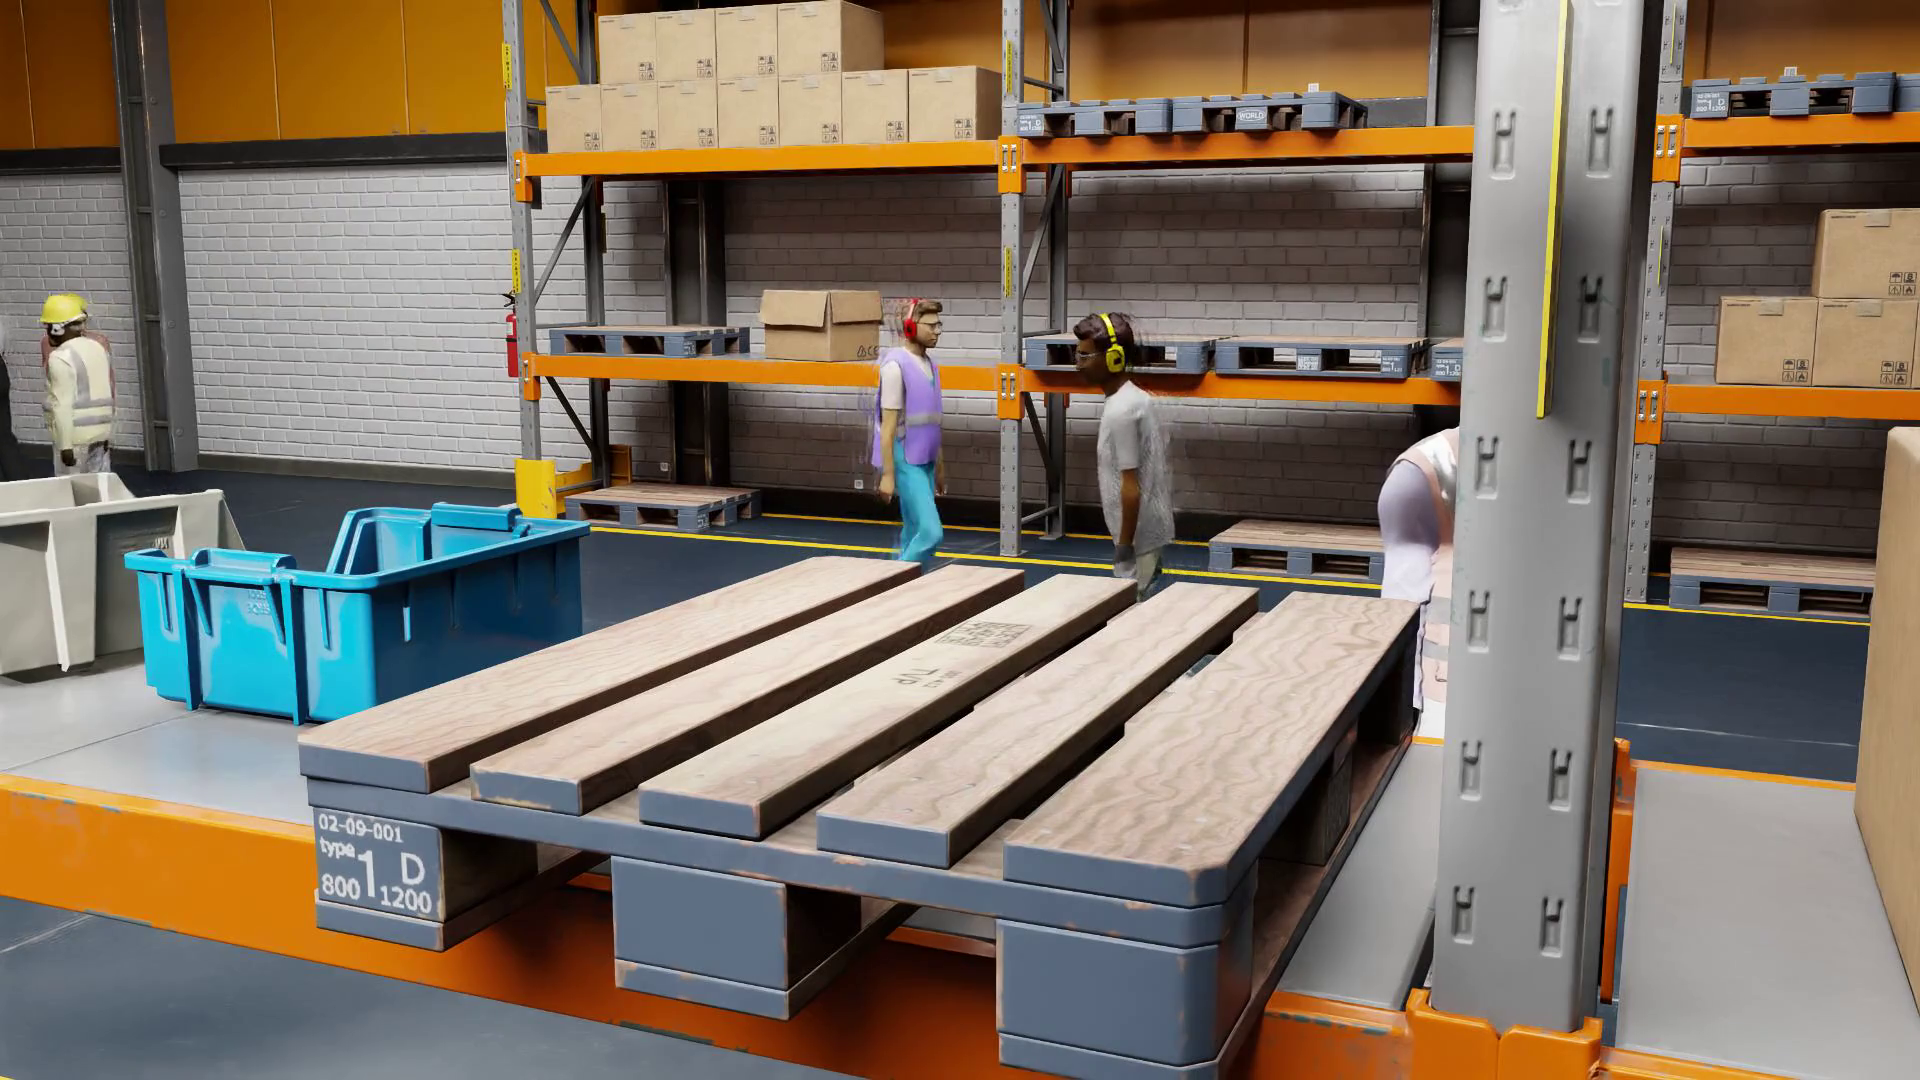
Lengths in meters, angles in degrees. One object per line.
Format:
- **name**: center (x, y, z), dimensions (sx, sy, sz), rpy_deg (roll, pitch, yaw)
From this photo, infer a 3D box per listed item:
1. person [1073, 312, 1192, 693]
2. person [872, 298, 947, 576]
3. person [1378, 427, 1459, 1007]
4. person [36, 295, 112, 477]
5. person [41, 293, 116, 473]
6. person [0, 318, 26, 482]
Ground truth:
- **person**: center (0.765, 0.033, 6.505), dimensions (0.657, 1.840, 0.574), rpy_deg (2, 10, 14)
- **person**: center (-0.241, -0.386, 8.999), dimensions (0.451, 1.829, 0.610), rpy_deg (3, 10, 19)
- **person**: center (1.401, 0.383, 4.374), dimensions (0.636, 1.841, 0.429), rpy_deg (-3, 10, -18)
- **person**: center (-5.783, -0.715, 11.031), dimensions (0.590, 1.813, 0.603), rpy_deg (1, 9, 3)
- **person**: center (-7.294, -1.155, 13.806), dimensions (0.526, 1.772, 0.303), rpy_deg (-3, 10, -20)
- **person**: center (-7.896, -1.186, 13.175), dimensions (0.999, 2.000, 0.690), rpy_deg (2, 10, 15)
